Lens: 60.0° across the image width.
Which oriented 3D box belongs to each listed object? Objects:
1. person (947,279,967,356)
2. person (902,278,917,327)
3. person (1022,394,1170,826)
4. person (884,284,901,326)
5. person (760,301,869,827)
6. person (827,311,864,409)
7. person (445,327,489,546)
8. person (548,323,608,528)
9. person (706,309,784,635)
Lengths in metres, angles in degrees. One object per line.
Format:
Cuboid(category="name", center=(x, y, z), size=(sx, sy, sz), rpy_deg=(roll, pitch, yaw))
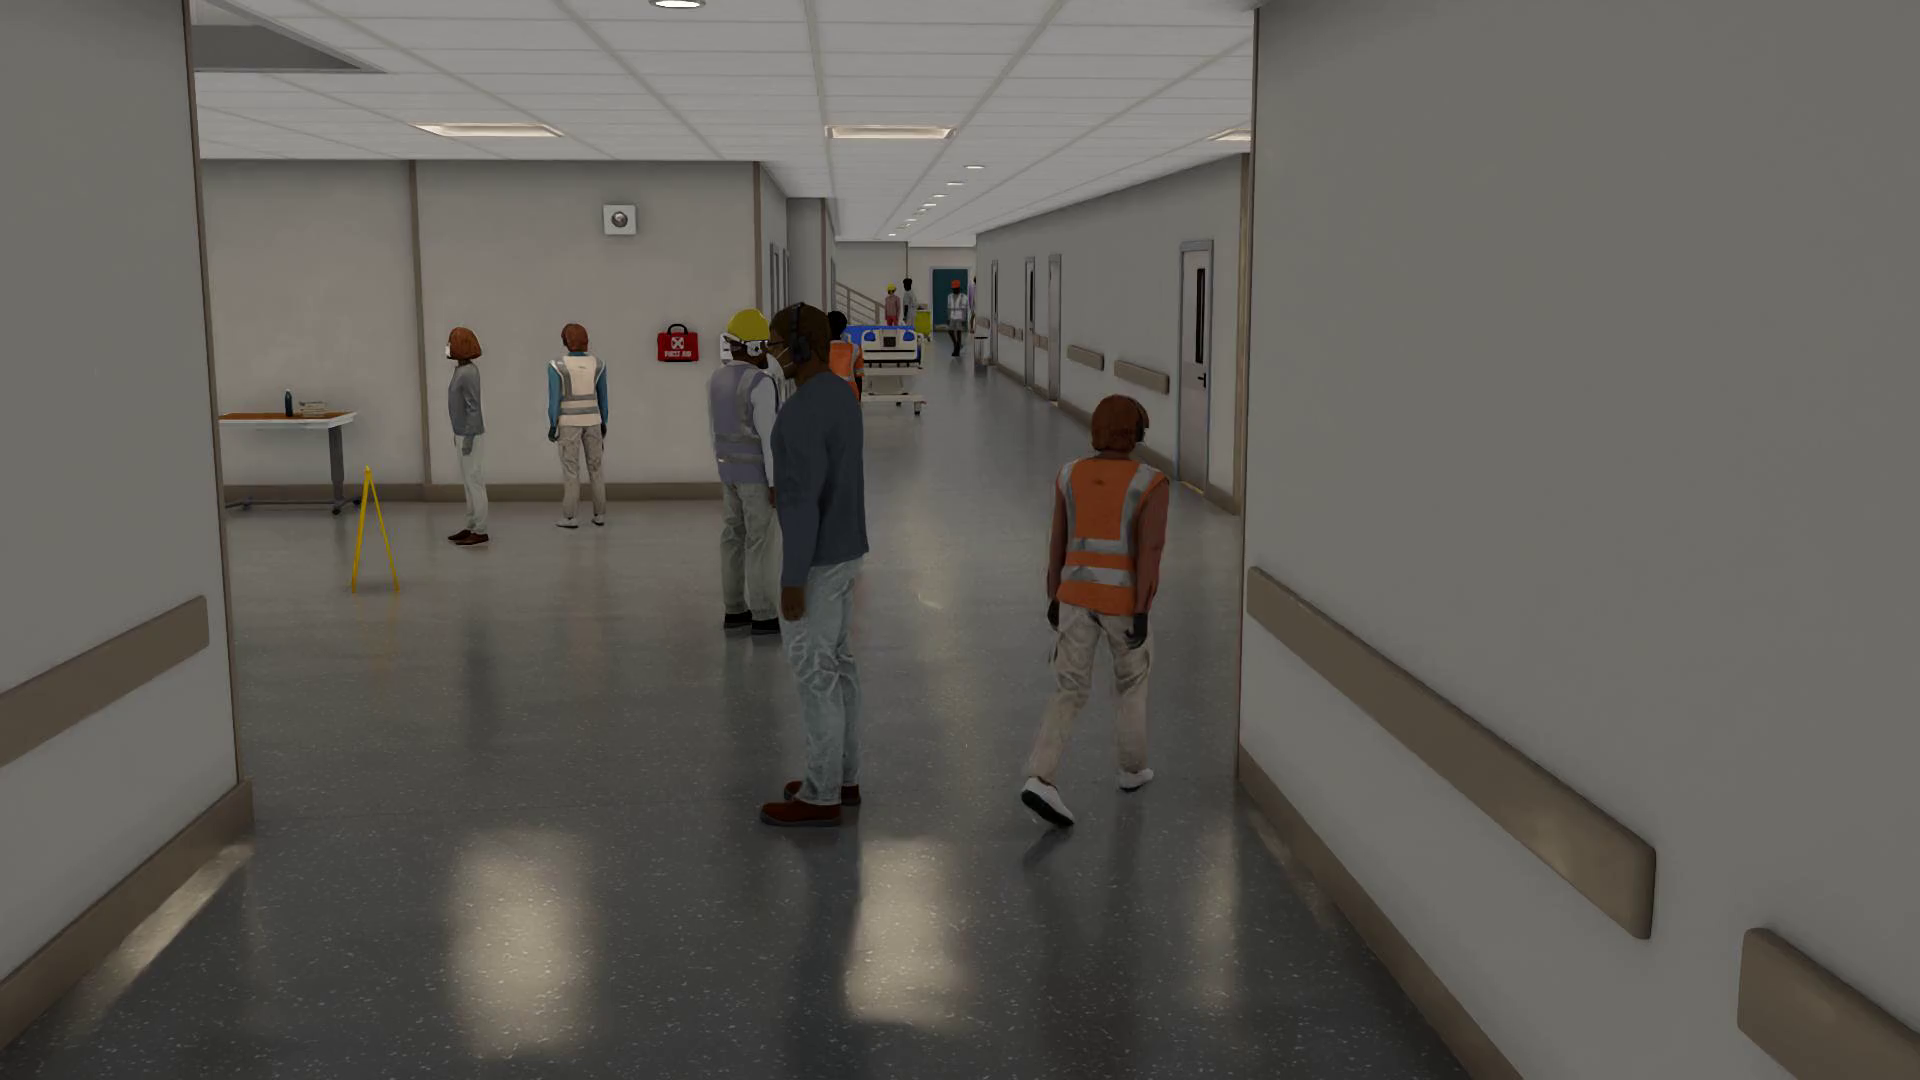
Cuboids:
Cuboid(category="person", center=(-0.084, -5.567, 41.702), size=(0.546, 1.915, 0.463), rpy_deg=(5, 10, 28))
Cuboid(category="person", center=(-1.323, -5.851, 43.367), size=(0.383, 1.952, 0.620), rpy_deg=(3, 10, 20))
Cuboid(category="person", center=(0.490, 0.250, 6.252), size=(0.522, 1.585, 0.863), rpy_deg=(5, 10, 30))
Cuboid(category="person", center=(-1.917, -6.327, 46.950), size=(0.525, 1.765, 0.329), rpy_deg=(7, 11, 36))
Cuboid(category="person", center=(-0.532, 0.090, 6.150), size=(0.377, 1.931, 0.636), rpy_deg=(1, 9, 9))
Cuboid(category="person", center=(-1.136, -1.261, 15.354), size=(0.536, 1.696, 0.321), rpy_deg=(-4, 10, -24))
Cuboid(category="person", center=(-3.716, -0.776, 12.496), size=(0.284, 1.636, 0.500), rpy_deg=(-4, 10, -26))
Cuboid(category="person", center=(-3.058, -0.913, 13.345), size=(0.523, 1.640, 0.306), rpy_deg=(-7, 12, -39))
Cuboid(category="person", center=(-1.174, -0.381, 9.400), size=(0.404, 1.833, 0.590), rpy_deg=(-8, 12, -41))
